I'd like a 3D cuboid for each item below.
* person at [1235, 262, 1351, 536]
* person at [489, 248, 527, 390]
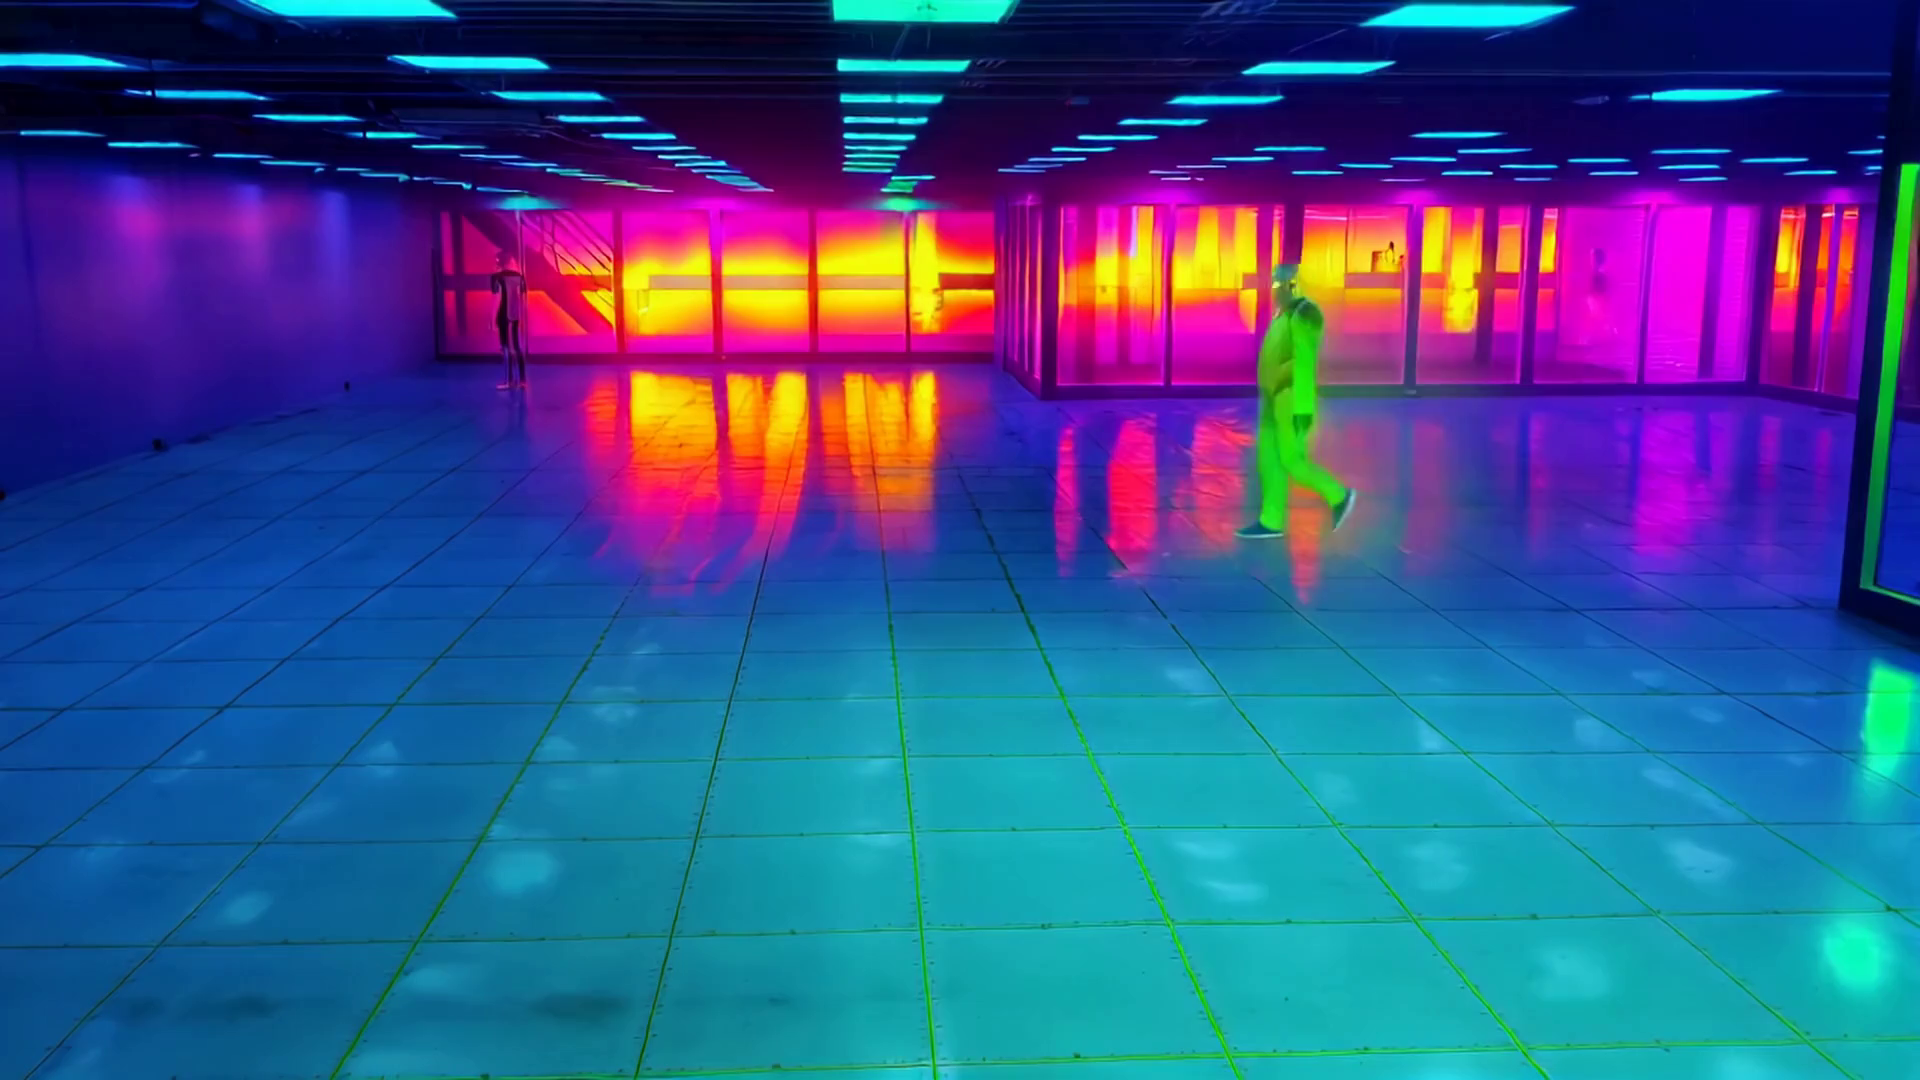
[{"bbox_3d":[2.286,-0.943,11.322,0.687,1.882,0.654,-2,11,-10],"label":"person"},{"bbox_3d":[-5.982,-2.913,22.003,0.512,1.872,0.328,-10,14,-43],"label":"person"}]
